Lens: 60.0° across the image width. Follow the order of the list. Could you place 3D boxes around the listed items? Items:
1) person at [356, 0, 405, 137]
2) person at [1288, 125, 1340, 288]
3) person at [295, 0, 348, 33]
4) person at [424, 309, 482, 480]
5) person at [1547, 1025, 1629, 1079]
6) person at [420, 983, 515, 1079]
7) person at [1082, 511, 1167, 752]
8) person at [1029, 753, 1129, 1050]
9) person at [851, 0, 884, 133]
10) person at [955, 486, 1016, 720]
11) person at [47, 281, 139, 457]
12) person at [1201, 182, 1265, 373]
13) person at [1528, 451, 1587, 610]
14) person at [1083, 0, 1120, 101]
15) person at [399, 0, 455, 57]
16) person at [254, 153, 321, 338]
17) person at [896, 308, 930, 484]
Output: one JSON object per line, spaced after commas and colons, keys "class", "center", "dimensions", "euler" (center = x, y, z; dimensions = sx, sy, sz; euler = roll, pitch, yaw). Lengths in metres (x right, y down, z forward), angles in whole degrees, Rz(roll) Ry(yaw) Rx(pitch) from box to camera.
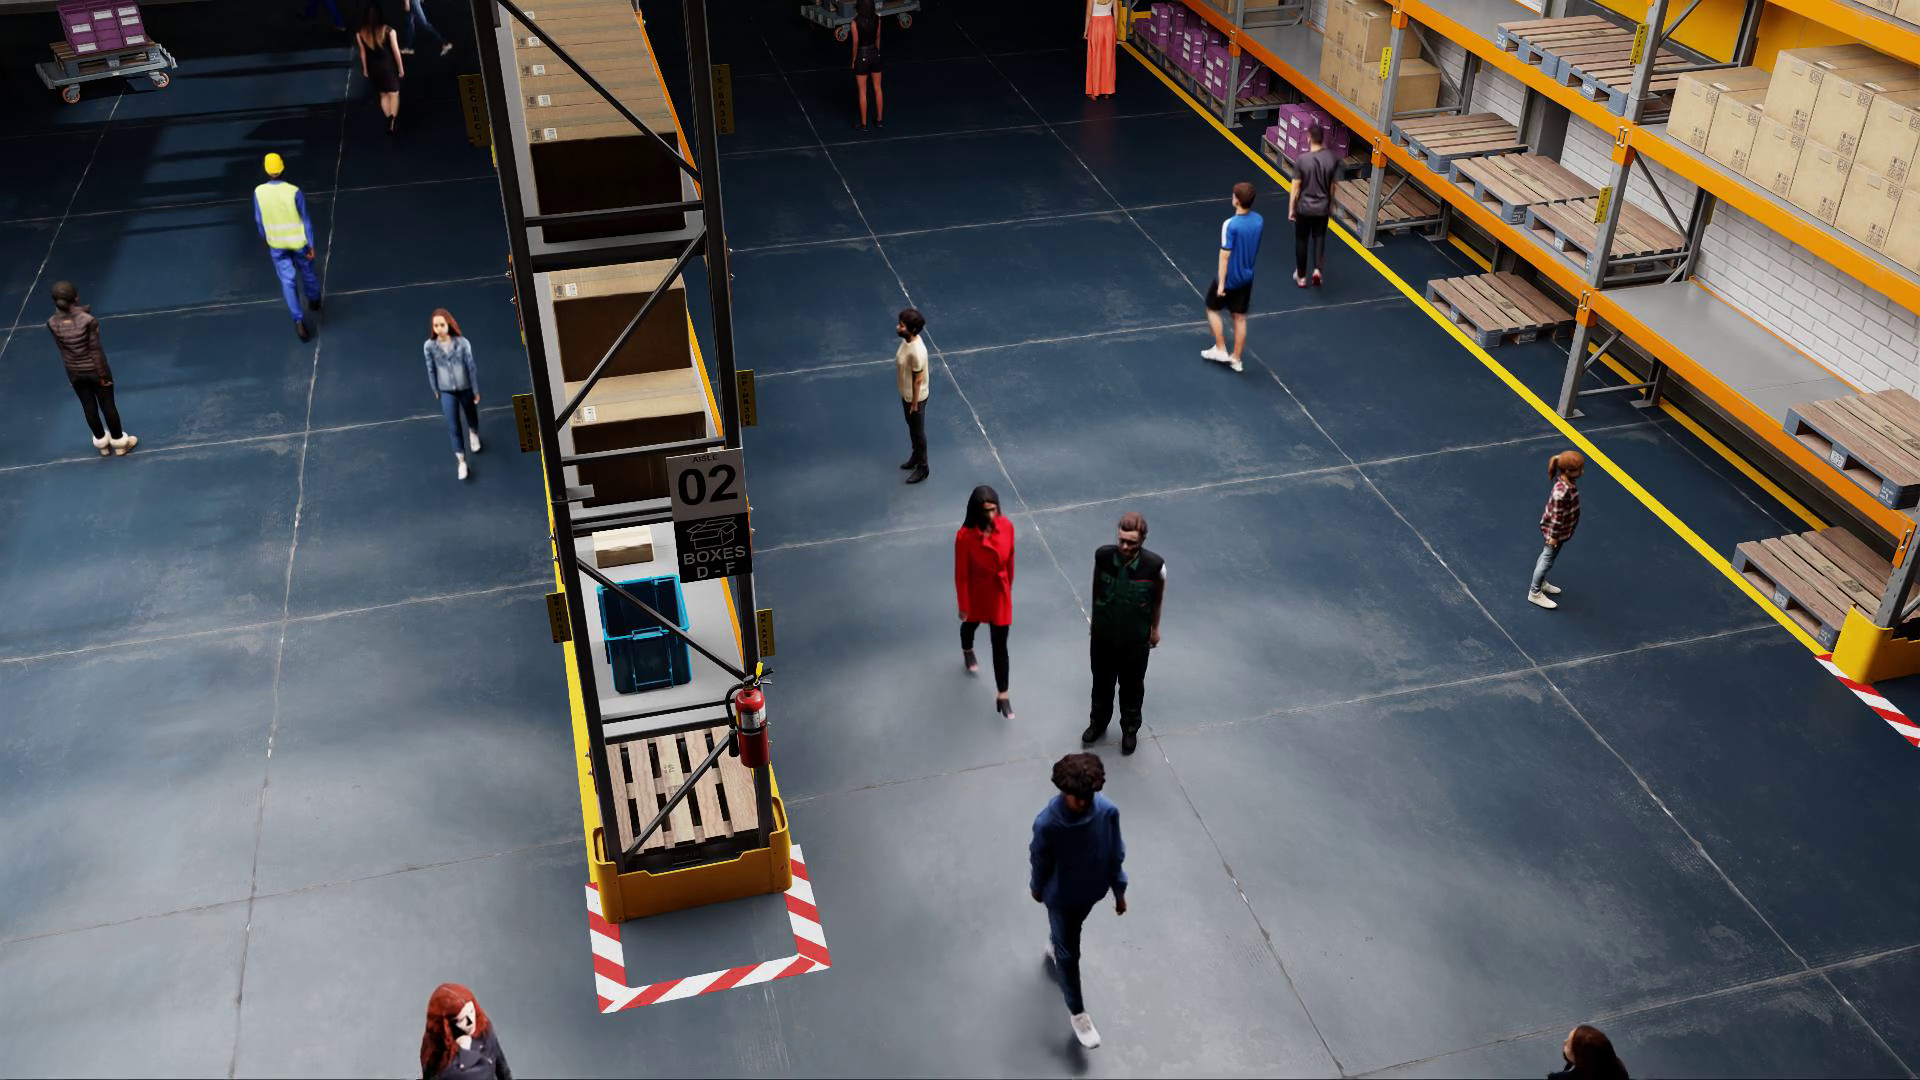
{"class": "person", "center": [-7.276, -5.856, 20.932], "dimensions": [0.758, 1.697, 0.977], "euler": [-2, 34, -3]}
{"class": "person", "center": [3.656, -3.387, 17.172], "dimensions": [0.746, 1.746, 0.848], "euler": [-2, 34, -3]}
{"class": "person", "center": [-9.515, -8.460, 24.718], "dimensions": [1.114, 1.843, 1.207], "euler": [9, 35, 13]}
{"class": "person", "center": [-4.326, -1.333, 14.353], "dimensions": [0.553, 1.447, 0.964], "euler": [-8, 34, -12]}
{"class": "person", "center": [2.948, 2.902, 7.942], "dimensions": [0.829, 1.491, 0.756], "euler": [24, 40, 31]}
{"class": "person", "center": [-2.376, 2.741, 7.924], "dimensions": [0.841, 1.779, 0.780], "euler": [19, 38, 26]}
{"class": "person", "center": [1.083, 0.595, 11.099], "dimensions": [0.739, 1.839, 0.762], "euler": [10, 35, 14]}
{"class": "person", "center": [0.610, 1.849, 9.275], "dimensions": [0.802, 1.768, 1.142], "euler": [-14, 36, -20]}
{"class": "person", "center": [-1.187, -6.125, 21.297], "dimensions": [0.665, 1.741, 0.642], "euler": [-22, 39, -29]}
{"class": "person", "center": [0.130, 0.352, 11.595], "dimensions": [0.715, 1.693, 1.107], "euler": [-12, 36, -18]}
{"class": "person", "center": [-7.510, -1.444, 14.327], "dimensions": [0.592, 1.661, 0.660], "euler": [-6, 34, -9]}
{"class": "person", "center": [2.649, -2.439, 15.649], "dimensions": [0.790, 1.854, 0.804], "euler": [-21, 39, -29]}
{"class": "person", "center": [4.531, -0.110, 12.640], "dimensions": [0.683, 1.305, 0.615], "euler": [15, 37, 22]}
{"class": "person", "center": [1.899, -6.823, 22.288], "dimensions": [0.625, 1.805, 0.576], "euler": [-7, 34, -10]}
{"class": "person", "center": [-7.729, -7.745, 23.774], "dimensions": [0.892, 1.697, 1.125], "euler": [2, 34, 3]}
{"class": "person", "center": [-6.619, -2.870, 16.374], "dimensions": [0.690, 1.770, 1.190], "euler": [-10, 35, -14]}
{"class": "person", "center": [-0.394, -1.238, 14.087], "dimensions": [0.647, 1.583, 0.415], "euler": [-8, 34, -11]}
